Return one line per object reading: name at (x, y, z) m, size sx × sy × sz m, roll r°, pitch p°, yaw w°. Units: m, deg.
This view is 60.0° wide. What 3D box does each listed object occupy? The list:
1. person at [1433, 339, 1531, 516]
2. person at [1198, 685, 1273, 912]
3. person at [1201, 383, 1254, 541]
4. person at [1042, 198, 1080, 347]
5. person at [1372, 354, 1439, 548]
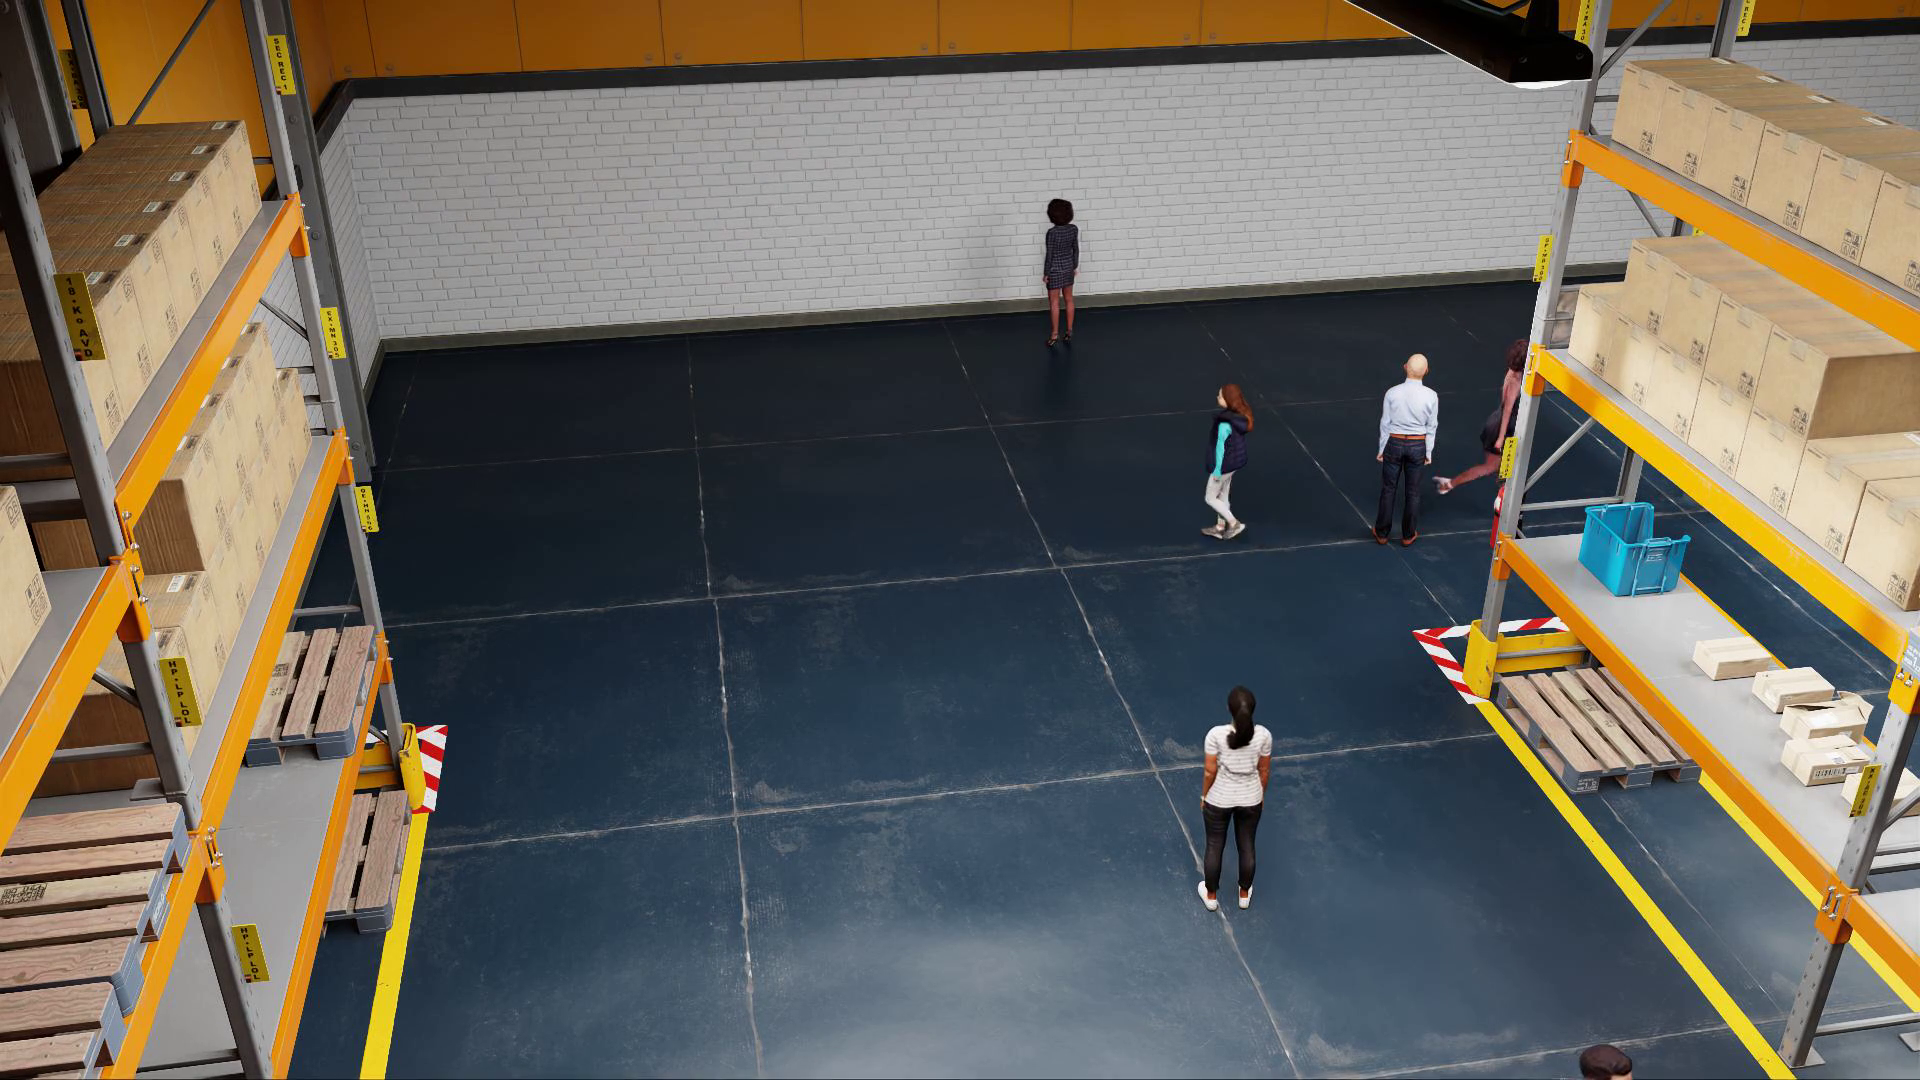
person at (4.769, -0.971, 14.912) m, size 1.014 × 1.757 × 1.059 m, roll 9°, pitch 30°, yaw 16°
person at (1.700, 1.599, 10.318) m, size 0.596 × 1.645 × 0.572 m, roll -1°, pitch 29°, yaw -1°
person at (2.387, -0.658, 14.616) m, size 0.794 × 1.491 × 0.730 m, roll 14°, pitch 32°, yaw 24°
person at (1.131, -3.007, 18.707) m, size 0.697 × 1.697 × 0.674 m, roll -17°, pitch 33°, yaw -29°
person at (3.890, -0.783, 14.532) m, size 0.717 × 1.792 × 0.703 m, roll 6°, pitch 29°, yaw 11°
